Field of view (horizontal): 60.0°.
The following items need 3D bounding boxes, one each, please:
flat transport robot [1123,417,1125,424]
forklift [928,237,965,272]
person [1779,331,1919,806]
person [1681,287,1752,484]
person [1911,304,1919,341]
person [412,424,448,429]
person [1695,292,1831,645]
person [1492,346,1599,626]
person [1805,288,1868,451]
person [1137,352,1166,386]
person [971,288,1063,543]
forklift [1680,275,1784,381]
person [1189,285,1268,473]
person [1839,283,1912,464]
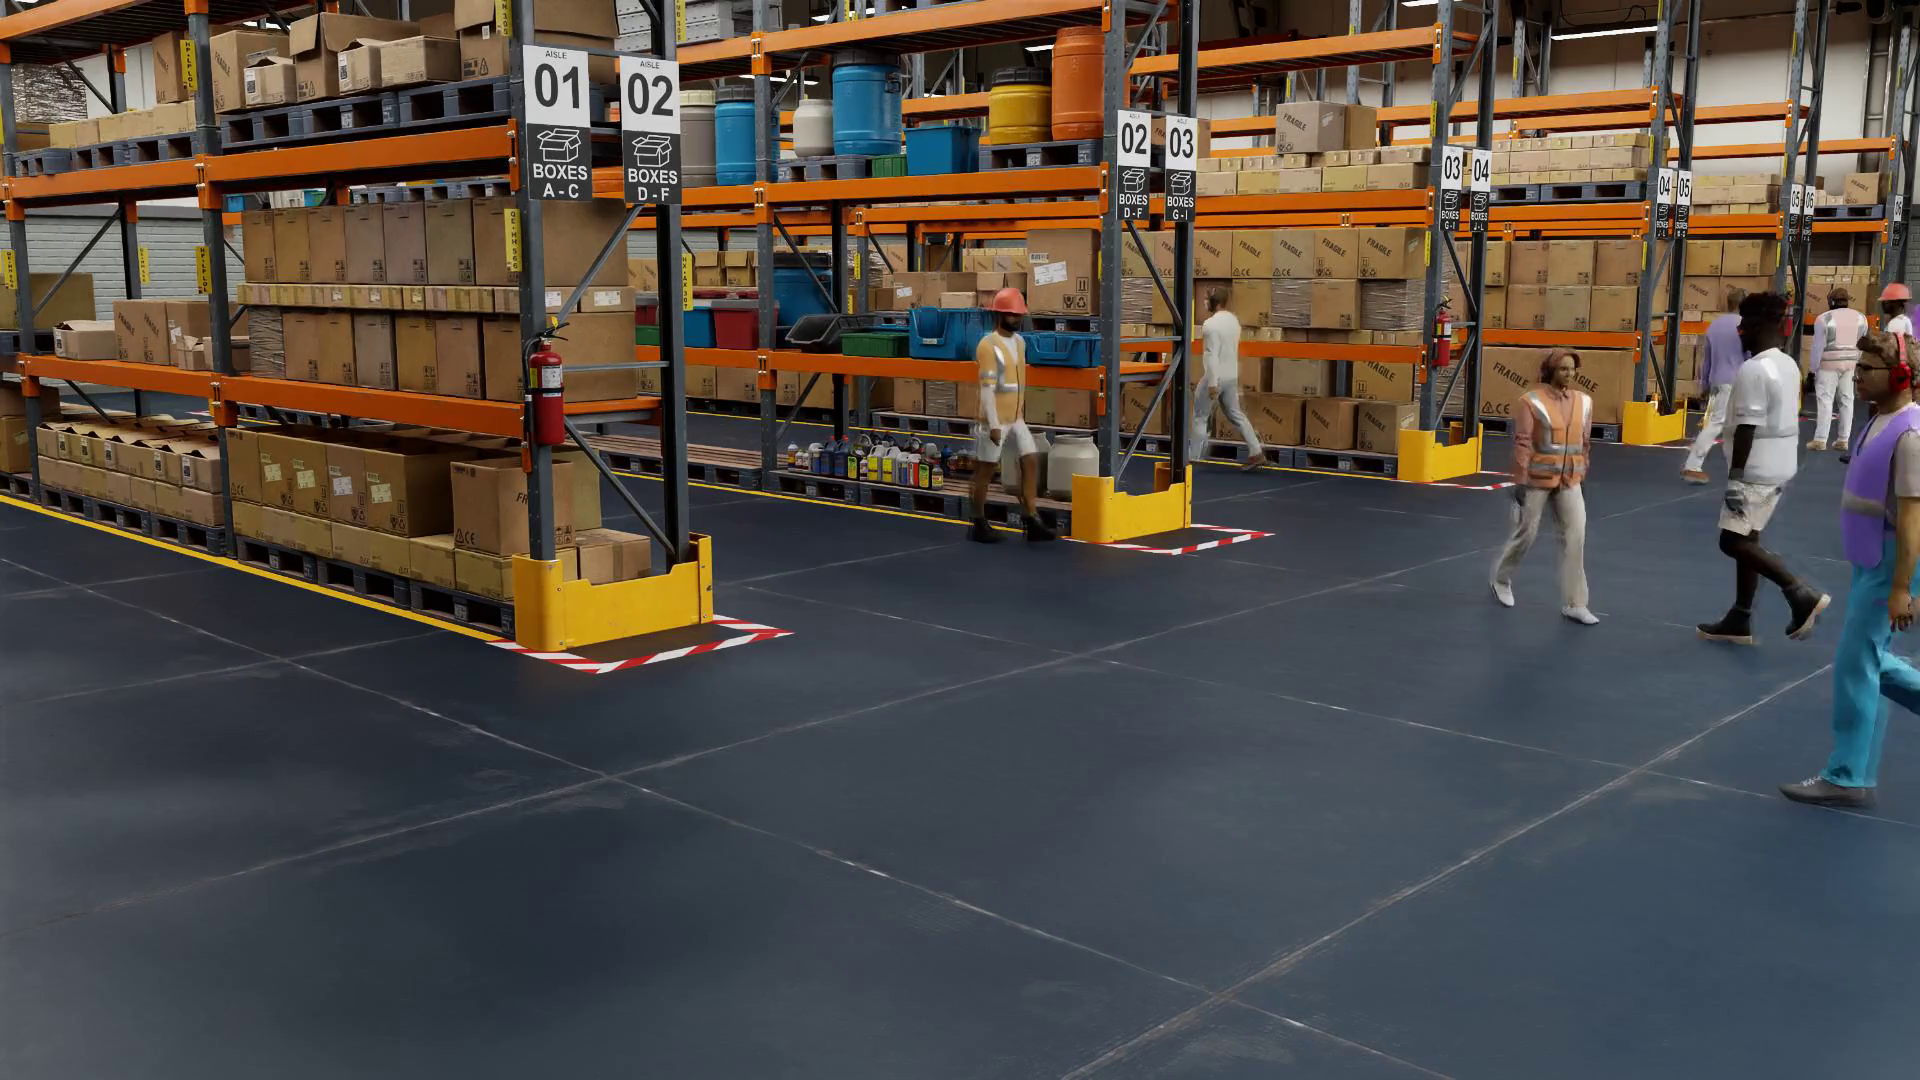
[{"bbox_3d":[2.482,-1.399,20.503,0.652,0.197,1.431,-9,13,-43],"label":"flat transport robot"},{"bbox_3d":[-0.326,-5.817,39.609,1.129,2.768,1.873,9,13,43],"label":"forklift"},{"bbox_3d":[3.600,0.119,6.333,0.692,1.827,0.573,3,10,17],"label":"person"},{"bbox_3d":[7.400,-1.477,15.960,1.044,1.886,0.644,-1,9,-9],"label":"person"},{"bbox_3d":[14.163,-2.871,24.542,0.835,1.879,0.560,2,9,9],"label":"person"},{"bbox_3d":[-4.789,-1.195,15.033,0.659,1.610,0.512,7,12,38],"label":"person"},{"bbox_3d":[4.404,-0.371,9.004,0.611,1.934,0.635,-9,13,-44],"label":"person"},{"bbox_3d":[3.492,-0.353,9.882,0.530,1.606,0.814,-2,9,-13],"label":"person"},{"bbox_3d":[9.920,-1.936,18.881,0.622,1.838,0.429,-1,9,-6],"label":"person"},{"bbox_3d":[2.426,-2.313,21.047,0.355,1.883,0.574,8,12,40],"label":"person"},{"bbox_3d":[0.408,-0.904,12.342,0.872,1.900,0.568,8,12,39],"label":"person"},{"bbox_3d":[12.480,-3.427,27.053,1.214,2.155,2.313,9,13,43],"label":"forklift"},{"bbox_3d":[2.681,-1.623,16.812,1.005,1.898,0.642,7,12,38],"label":"person"},{"bbox_3d":[9.763,-1.719,17.344,0.874,1.913,0.556,5,11,30],"label":"person"}]
